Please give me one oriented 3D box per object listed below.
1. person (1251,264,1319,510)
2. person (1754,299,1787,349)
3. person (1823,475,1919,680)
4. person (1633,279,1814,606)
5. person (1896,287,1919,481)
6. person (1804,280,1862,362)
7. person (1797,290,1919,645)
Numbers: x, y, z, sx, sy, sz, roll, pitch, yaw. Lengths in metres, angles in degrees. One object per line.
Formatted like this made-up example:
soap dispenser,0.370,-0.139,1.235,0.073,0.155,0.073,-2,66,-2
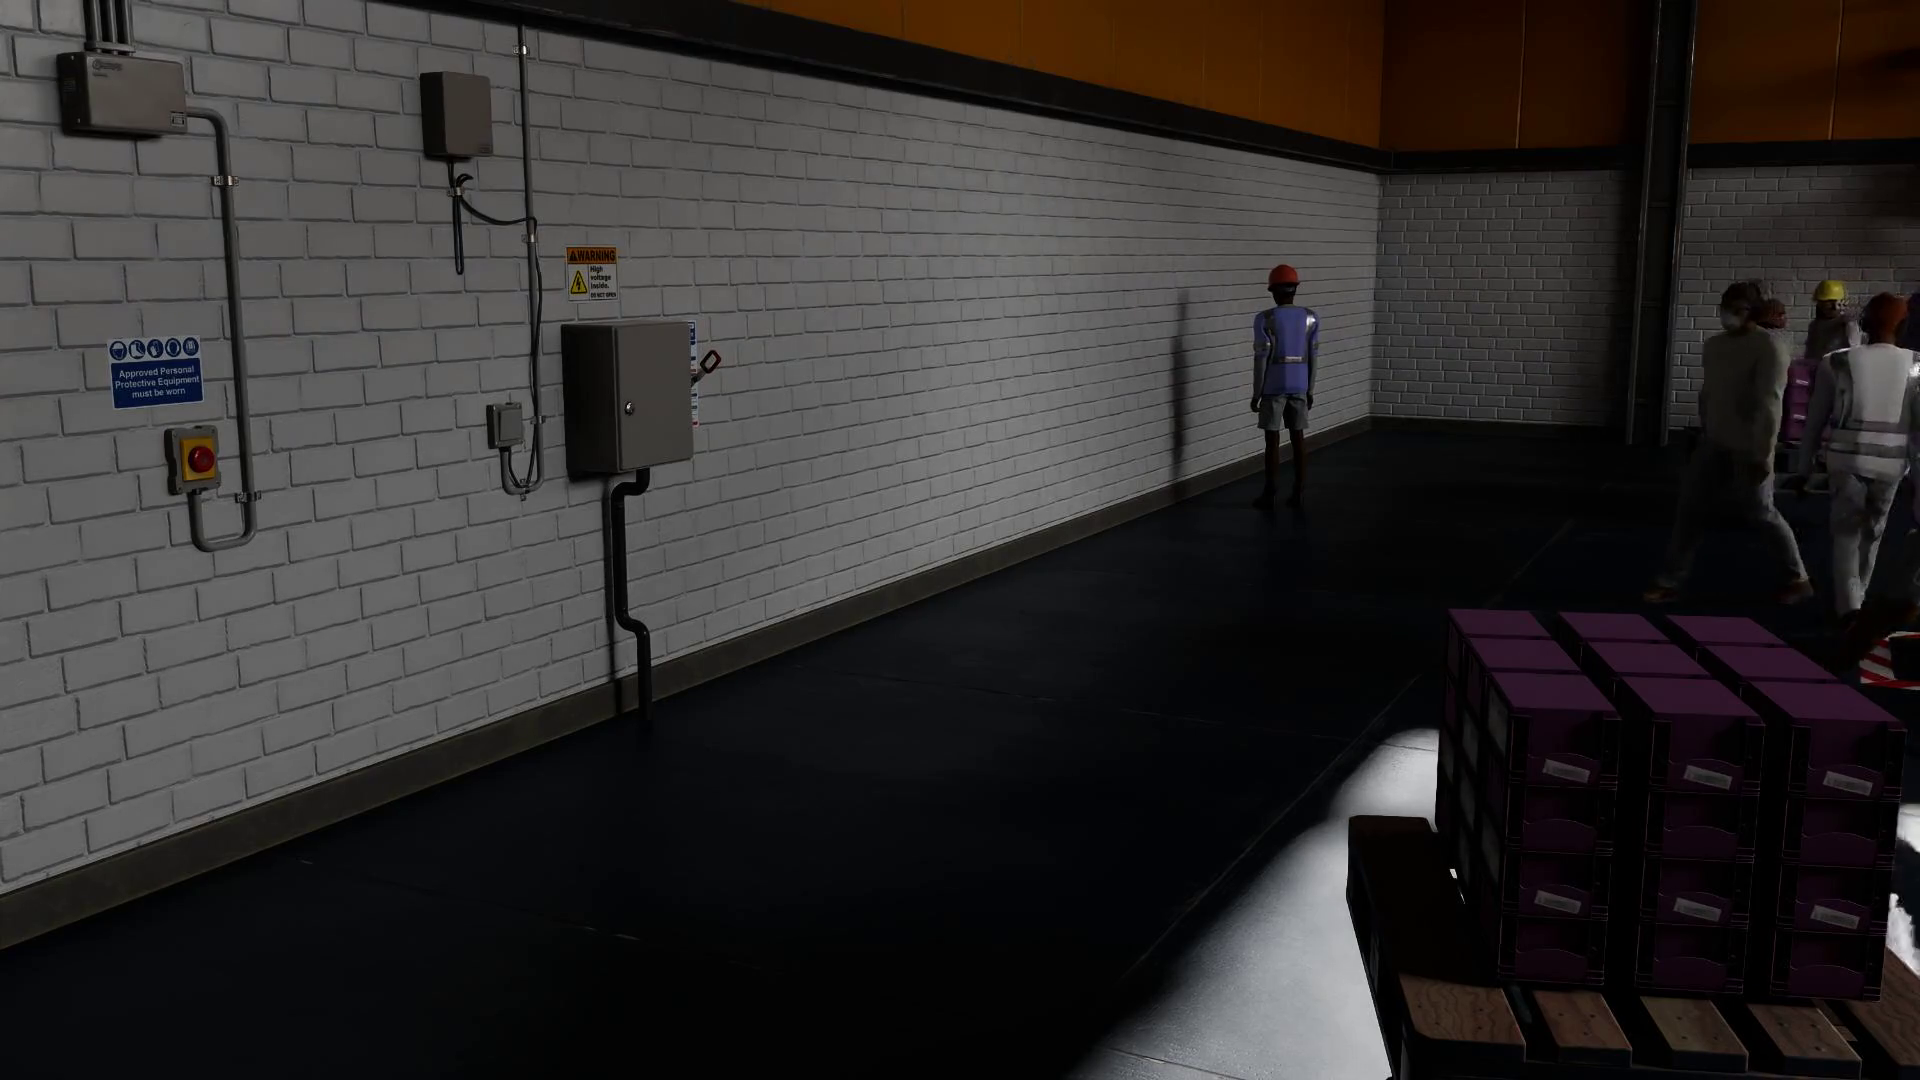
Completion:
person,2.542,-1.197,13.123,0.543,1.932,0.365,-2,10,-14
person,6.887,-1.247,14.273,0.281,1.633,0.501,-2,10,-13
person,3.871,-0.084,6.571,0.749,1.977,1.026,-9,13,-42
person,4.447,-0.543,9.511,0.984,1.882,0.643,-3,10,-14
person,8.515,-1.470,14.854,0.529,1.885,0.800,2,10,10
person,7.738,-1.379,14.623,0.811,1.801,0.617,-1,10,-8
person,4.724,-0.374,8.673,0.605,1.846,0.994,4,11,22
